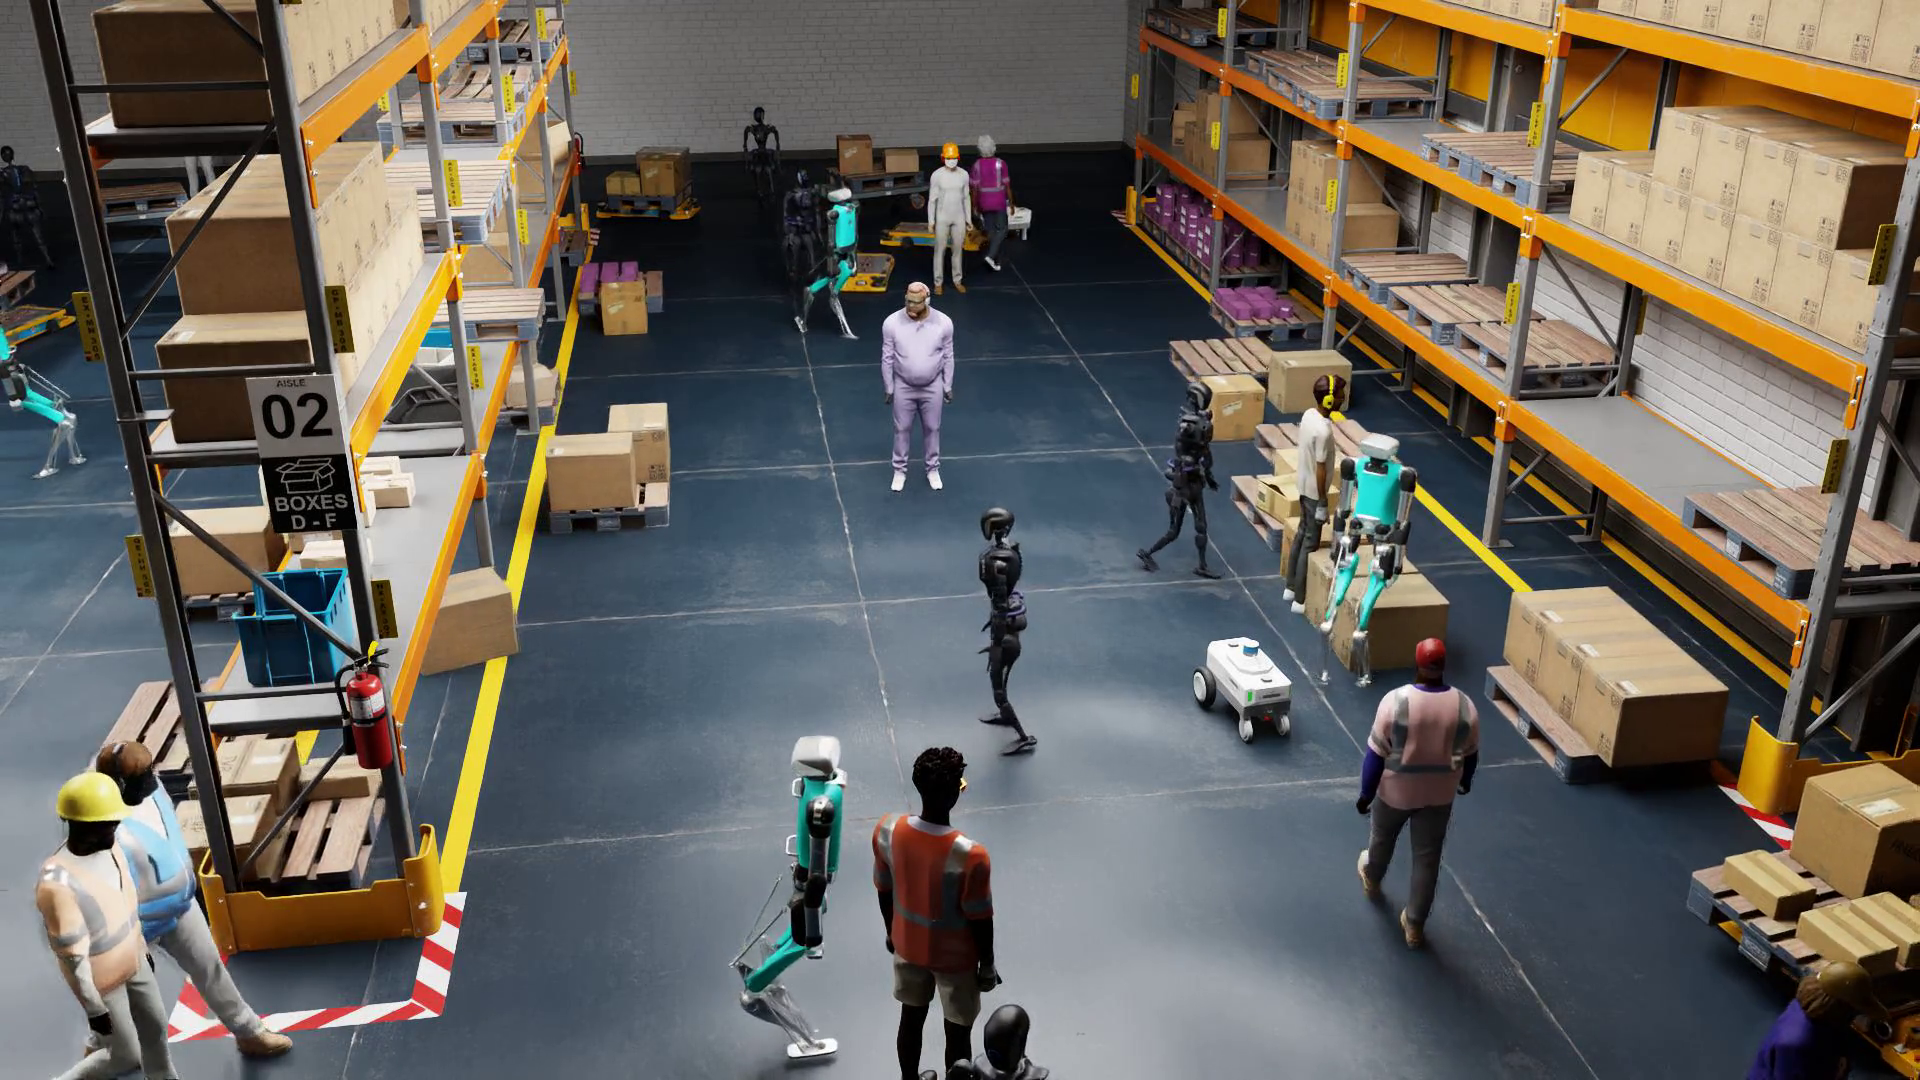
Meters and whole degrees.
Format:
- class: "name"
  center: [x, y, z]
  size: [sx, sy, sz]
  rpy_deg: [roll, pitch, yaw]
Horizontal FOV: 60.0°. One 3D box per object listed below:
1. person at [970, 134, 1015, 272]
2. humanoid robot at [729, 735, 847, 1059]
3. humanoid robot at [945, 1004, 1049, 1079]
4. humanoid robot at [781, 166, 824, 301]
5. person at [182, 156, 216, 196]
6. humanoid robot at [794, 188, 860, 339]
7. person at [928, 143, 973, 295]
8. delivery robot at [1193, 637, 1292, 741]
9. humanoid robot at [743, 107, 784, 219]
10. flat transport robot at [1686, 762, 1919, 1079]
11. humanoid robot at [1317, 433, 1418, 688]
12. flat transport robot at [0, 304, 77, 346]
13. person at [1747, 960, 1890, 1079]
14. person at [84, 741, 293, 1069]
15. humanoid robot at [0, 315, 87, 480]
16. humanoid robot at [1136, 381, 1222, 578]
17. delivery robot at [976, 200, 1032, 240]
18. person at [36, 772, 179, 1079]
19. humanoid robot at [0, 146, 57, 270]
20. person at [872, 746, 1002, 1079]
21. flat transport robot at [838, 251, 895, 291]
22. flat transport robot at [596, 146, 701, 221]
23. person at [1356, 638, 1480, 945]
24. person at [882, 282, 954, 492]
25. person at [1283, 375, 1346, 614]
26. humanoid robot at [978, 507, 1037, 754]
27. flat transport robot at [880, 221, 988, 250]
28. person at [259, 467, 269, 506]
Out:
- class: "person"
  center: [0.424, -4.391, 21.756]
  size: [0.574, 1.816, 0.568]
  rpy_deg: [6, 24, 13]
- class: "humanoid robot"
  center: [-0.845, 1.757, 7.869]
  size: [0.659, 1.816, 0.535]
  rpy_deg: [-1, 24, -2]
- class: "humanoid robot"
  center: [0.221, 2.446, 6.355]
  size: [0.607, 1.650, 0.379]
  rpy_deg: [8, 25, 17]
- class: "humanoid robot"
  center: [-1.979, -3.799, 20.585]
  size: [0.589, 1.647, 0.352]
  rpy_deg: [-18, 30, -35]
- class: "person"
  center: [-11.728, -6.048, 25.502]
  size: [0.623, 1.844, 0.429]
  rpy_deg: [-3, 24, -6]
- class: "humanoid robot"
  center: [-1.596, -3.190, 19.140]
  size: [0.938, 1.775, 0.539]
  rpy_deg: [15, 28, 30]
- class: "person"
  center: [-0.121, -4.021, 20.817]
  size: [0.582, 1.893, 0.372]
  rpy_deg: [-7, 25, -15]
- class: "delivery robot"
  center: [1.924, 0.956, 11.160]
  size: [0.499, 0.607, 0.808]
  rpy_deg: [-7, 25, -15]
- class: "humanoid robot"
  center: [-2.931, -5.649, 24.827]
  size: [0.608, 1.639, 0.420]
  rpy_deg: [1, 24, 3]
- class: "flat transport robot"
  center: [4.647, 2.216, 8.628]
  size: [0.659, 0.231, 1.431]
  rpy_deg: [-8, 25, -17]
- class: "humanoid robot"
  center: [2.727, 0.206, 11.395]
  size: [0.530, 1.791, 0.749]
  rpy_deg: [14, 27, 28]
- class: "flat transport robot"
  center: [-10.983, -2.428, 19.210]
  size: [0.659, 0.231, 1.431]
  rpy_deg: [4, 24, 10]
- class: "person"
  center: [3.340, 2.334, 6.704]
  size: [0.581, 1.590, 0.488]
  rpy_deg: [-21, 31, -39]
- class: "person"
  center: [-3.824, 1.742, 7.818]
  size: [0.976, 1.792, 0.647]
  rpy_deg: [2, 24, 4]
- class: "humanoid robot"
  center: [-8.328, -1.411, 15.062]
  size: [0.878, 1.770, 0.586]
  rpy_deg: [-10, 26, -22]
- class: "humanoid robot"
  center: [1.764, -0.486, 13.062]
  size: [0.659, 1.643, 0.599]
  rpy_deg: [16, 28, 32]
- class: "delivery robot"
  center: [0.612, -4.508, 23.615]
  size: [0.785, 0.614, 0.523]
  rpy_deg: [-9, 25, -19]
- class: "person"
  center: [-3.834, 1.882, 7.369]
  size: [0.647, 1.898, 0.607]
  rpy_deg: [1, 24, 2]
- class: "humanoid robot"
  center: [-12.364, -4.356, 21.913]
  size: [0.762, 1.637, 0.613]
  rpy_deg: [16, 29, 33]
- class: "person"
  center: [-0.095, 1.802, 7.462]
  size: [0.602, 1.966, 0.367]
  rpy_deg: [14, 27, 29]
- class: "flat transport robot"
  center: [-1.232, -3.492, 21.633]
  size: [0.659, 0.231, 1.431]
  rpy_deg: [1, 24, 2]
- class: "flat transport robot"
  center: [-4.694, -5.004, 25.079]
  size: [1.431, 0.231, 0.659]
  rpy_deg: [2, 24, 5]
- class: "person"
  center: [2.438, 1.272, 8.971]
  size: [0.627, 1.721, 0.787]
  rpy_deg: [2, 24, 4]
- class: "person"
  center: [-0.367, -1.353, 14.729]
  size: [0.641, 1.905, 0.402]
  rpy_deg: [-2, 24, -4]
- class: "person"
  center: [2.671, -0.346, 12.482]
  size: [0.310, 1.864, 0.529]
  rpy_deg: [-1, 24, -3]
- class: "humanoid robot"
  center: [0.300, 0.549, 10.675]
  size: [0.397, 1.635, 0.586]
  rpy_deg: [-1, 24, -2]
- class: "flat transport robot"
  center: [-0.354, -4.271, 23.408]
  size: [1.431, 0.231, 0.659]
  rpy_deg: [6, 24, 13]
- class: "person"
  center: [-5.836, -0.992, 14.093]
  size: [0.344, 1.746, 0.572]
  rpy_deg: [-5, 24, -11]
